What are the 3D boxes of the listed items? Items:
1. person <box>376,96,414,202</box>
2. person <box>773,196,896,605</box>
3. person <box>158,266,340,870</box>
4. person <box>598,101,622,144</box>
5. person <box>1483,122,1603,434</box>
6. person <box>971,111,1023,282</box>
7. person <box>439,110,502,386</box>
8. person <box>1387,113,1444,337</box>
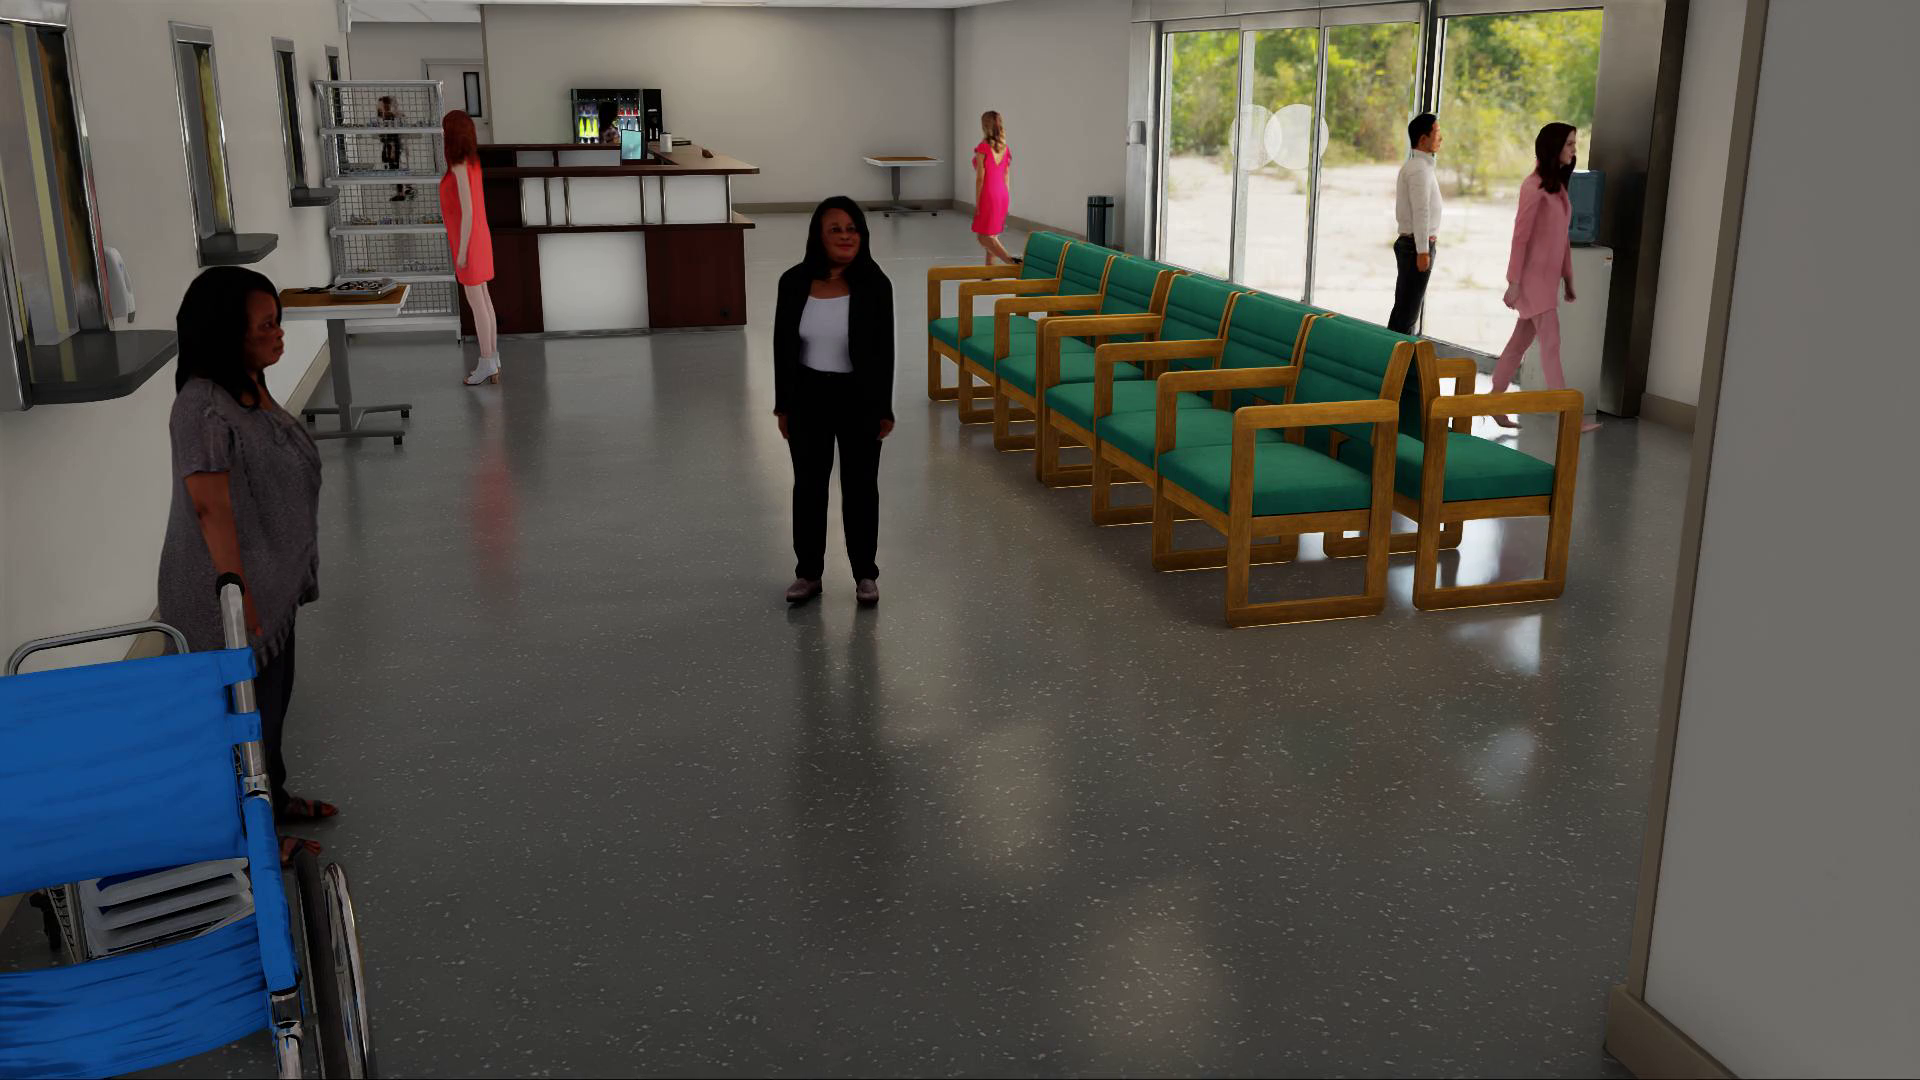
[{"bbox_3d":[-9.251,-6.376,27.173,0.942,1.672,0.854,-10,19,-32],"label":"person"},{"bbox_3d":[-0.491,-0.542,6.584,0.654,1.615,0.771,0,16,1],"label":"person"},{"bbox_3d":[-1.918,0.079,4.405,0.625,1.602,0.618,-4,16,-14],"label":"person"},{"bbox_3d":[-4.228,-4.289,19.728,1.114,1.694,0.785,-9,18,-30],"label":"person"},{"bbox_3d":[3.271,-1.491,9.660,1.024,1.773,1.040,13,21,39],"label":"person"},{"bbox_3d":[0.356,-3.187,15.794,0.919,1.708,0.904,-15,22,-43],"label":"person"},{"bbox_3d":[-3.323,-1.983,11.307,0.576,1.826,0.638,-1,16,-4],"label":"person"},{"bbox_3d":[3.022,-1.919,11.107,0.694,1.811,0.736,2,16,7],"label":"person"}]
